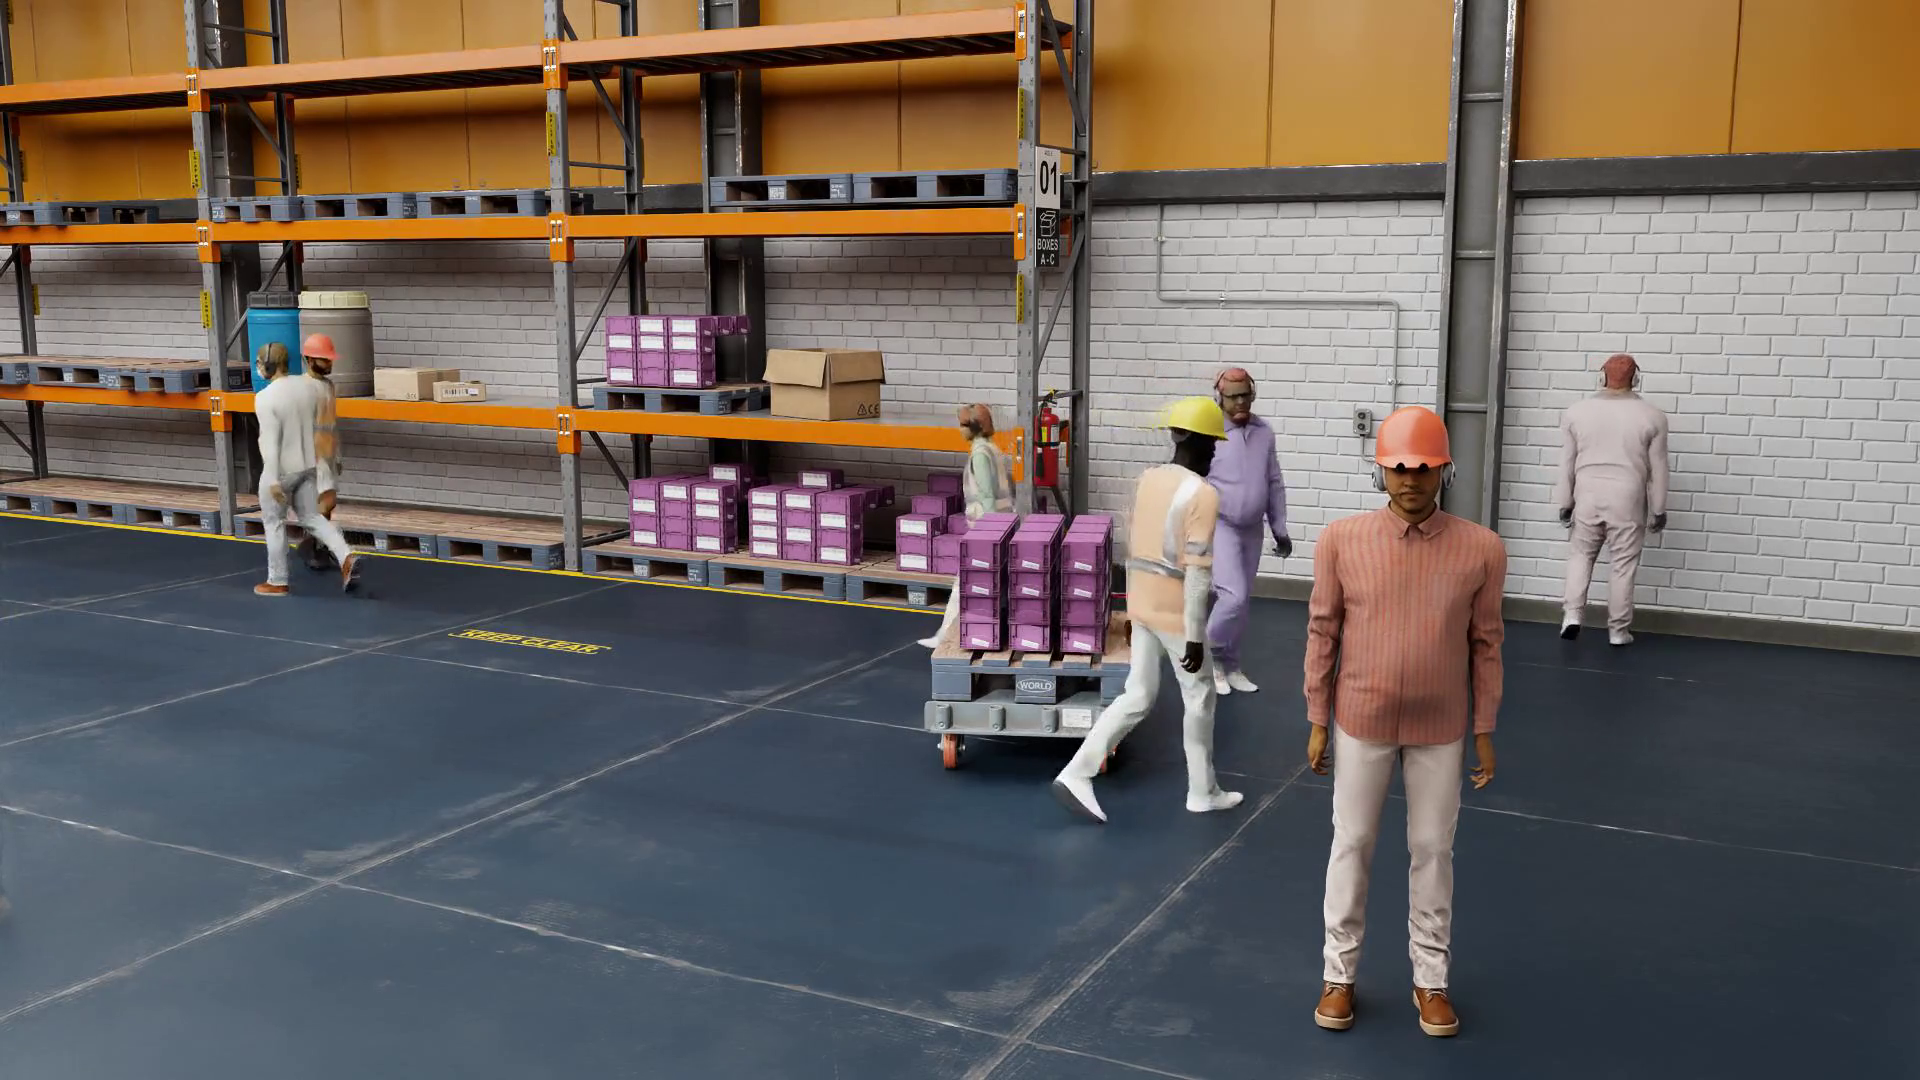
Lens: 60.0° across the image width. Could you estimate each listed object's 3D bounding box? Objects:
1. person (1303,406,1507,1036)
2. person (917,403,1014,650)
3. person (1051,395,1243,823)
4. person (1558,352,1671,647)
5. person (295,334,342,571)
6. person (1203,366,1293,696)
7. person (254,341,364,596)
[{"bbox_3d":[1.395,0.572,5.260,0.613,1.994,0.381,2,9,9],"label":"person"},{"bbox_3d":[0.222,-0.062,10.463,0.906,1.592,0.541,2,9,12],"label":"person"},{"bbox_3d":[0.839,0.312,7.232,0.878,1.882,0.606,-5,10,-28],"label":"person"},{"bbox_3d":[4.165,-0.243,10.592,0.654,1.901,0.494,6,11,34],"label":"person"},{"bbox_3d":[-5.066,-0.668,13.166,0.477,1.913,0.570,2,9,13],"label":"person"},{"bbox_3d":[1.548,-0.040,9.390,0.656,1.879,0.454,-7,12,-37],"label":"person"},{"bbox_3d":[-4.841,-0.504,12.179,0.850,1.910,0.637,3,10,19],"label":"person"}]
